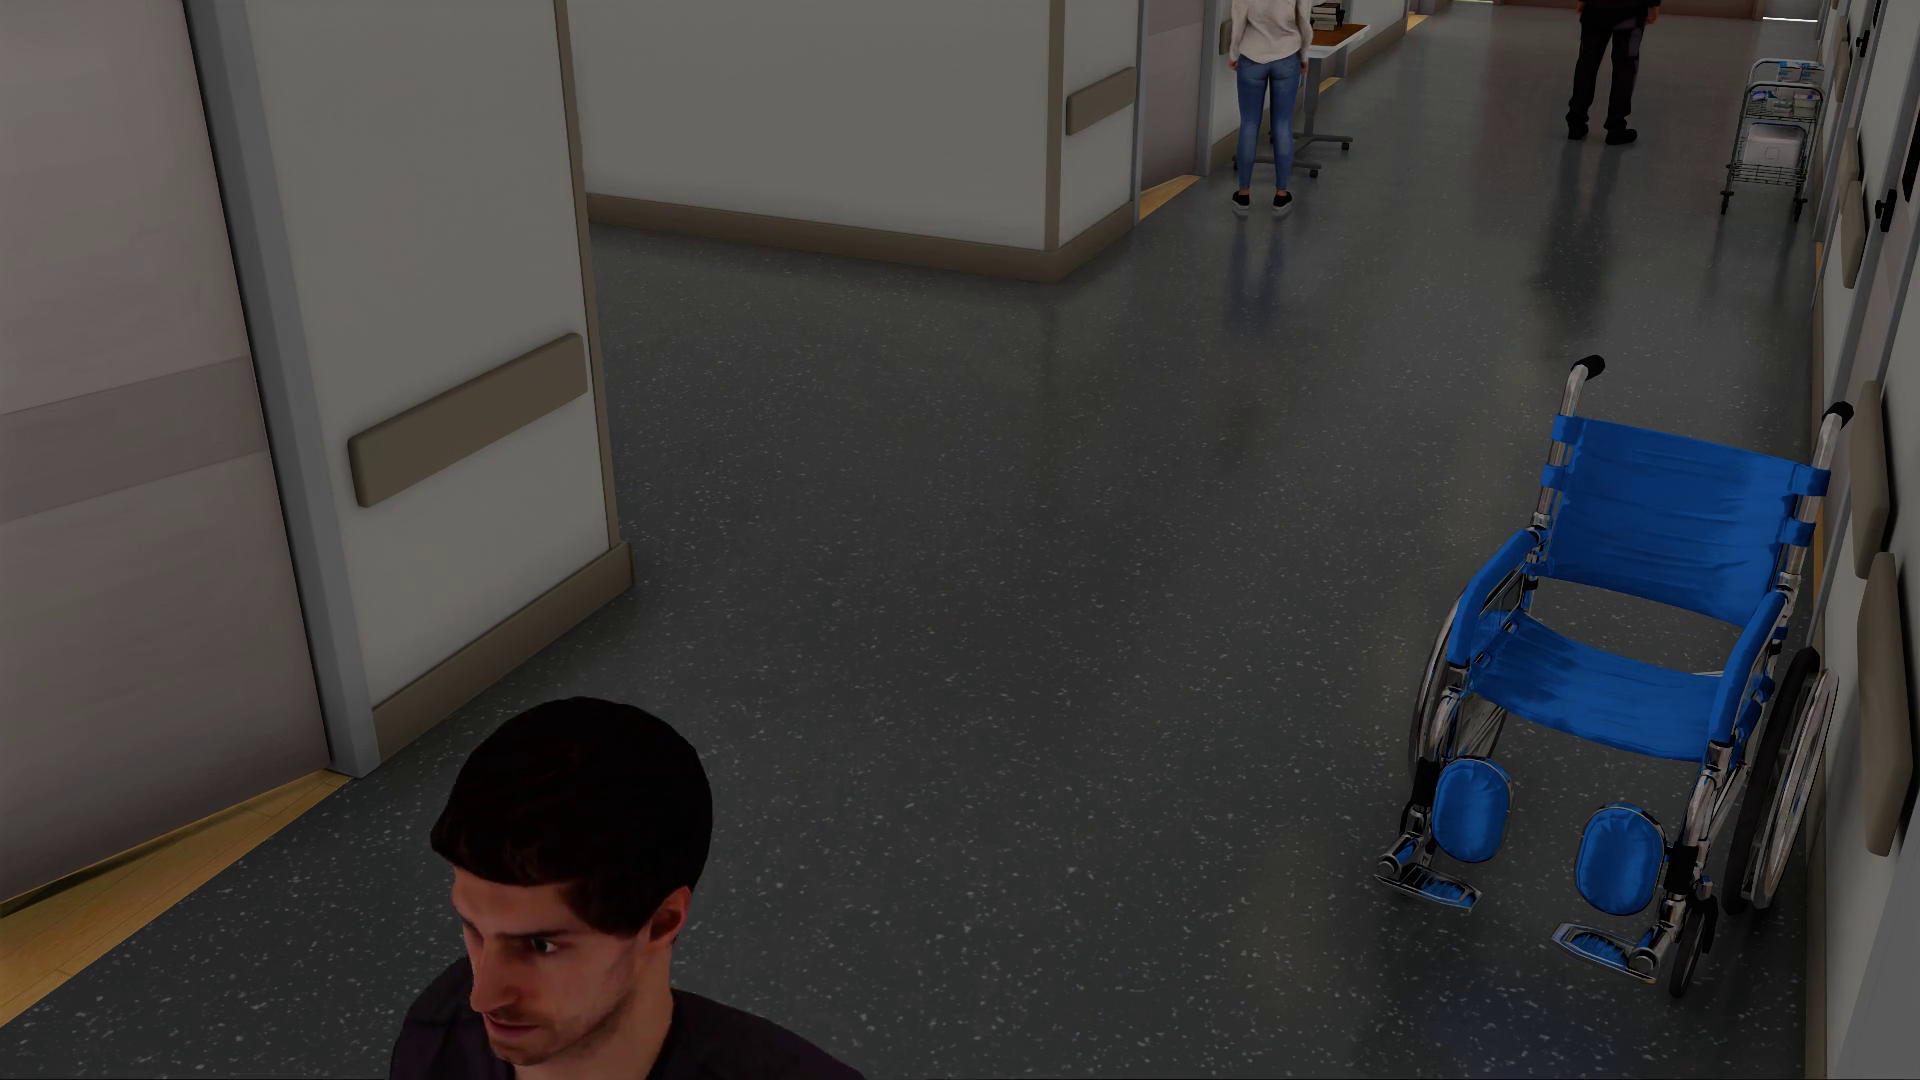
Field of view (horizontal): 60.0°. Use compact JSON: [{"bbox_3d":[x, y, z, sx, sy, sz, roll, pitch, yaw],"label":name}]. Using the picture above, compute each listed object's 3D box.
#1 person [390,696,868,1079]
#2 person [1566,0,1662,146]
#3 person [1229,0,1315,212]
[{"bbox_3d":[-0.244,0.936,1.685,0.763,1.802,1.220,8,27,17],"label":"person"},{"bbox_3d":[4.352,-3.590,11.001,0.841,1.862,0.753,22,33,38],"label":"person"},{"bbox_3d":[1.752,-2.722,9.397,0.671,1.691,0.634,5,26,9],"label":"person"}]
